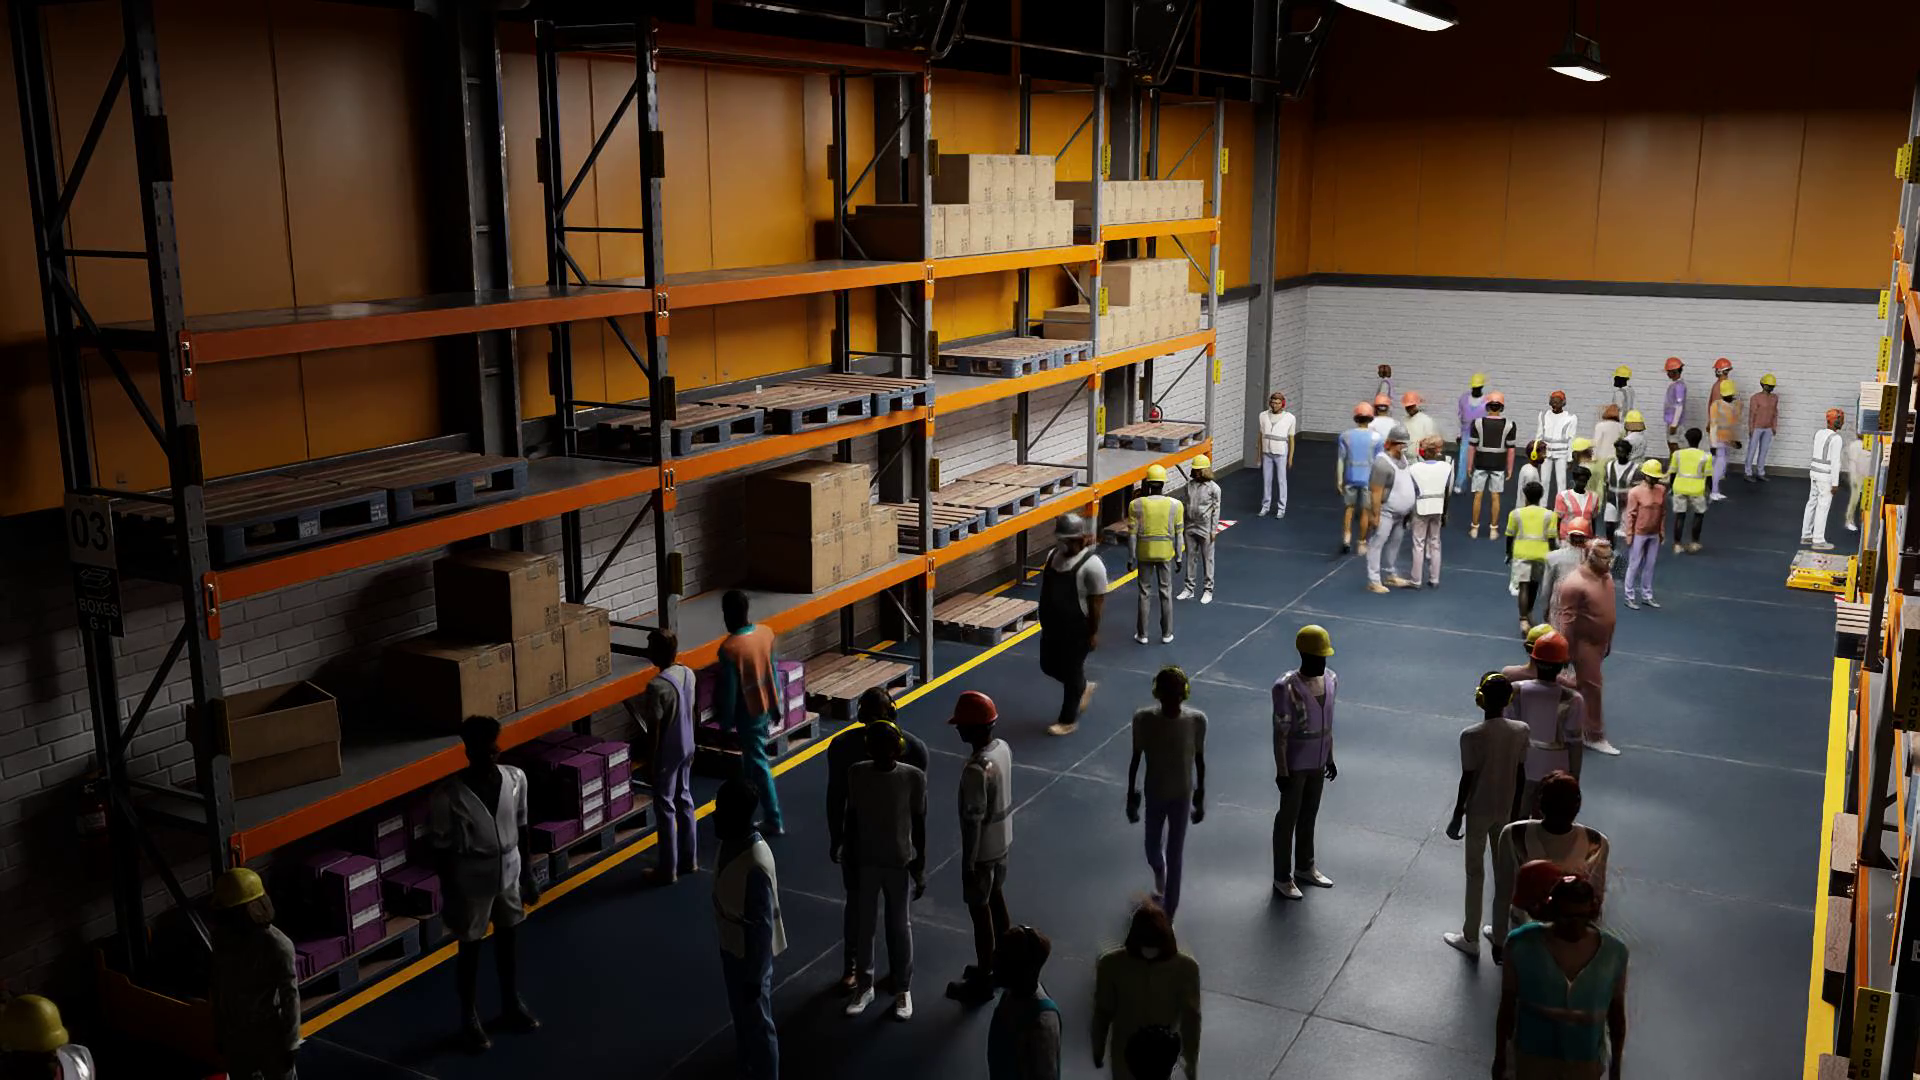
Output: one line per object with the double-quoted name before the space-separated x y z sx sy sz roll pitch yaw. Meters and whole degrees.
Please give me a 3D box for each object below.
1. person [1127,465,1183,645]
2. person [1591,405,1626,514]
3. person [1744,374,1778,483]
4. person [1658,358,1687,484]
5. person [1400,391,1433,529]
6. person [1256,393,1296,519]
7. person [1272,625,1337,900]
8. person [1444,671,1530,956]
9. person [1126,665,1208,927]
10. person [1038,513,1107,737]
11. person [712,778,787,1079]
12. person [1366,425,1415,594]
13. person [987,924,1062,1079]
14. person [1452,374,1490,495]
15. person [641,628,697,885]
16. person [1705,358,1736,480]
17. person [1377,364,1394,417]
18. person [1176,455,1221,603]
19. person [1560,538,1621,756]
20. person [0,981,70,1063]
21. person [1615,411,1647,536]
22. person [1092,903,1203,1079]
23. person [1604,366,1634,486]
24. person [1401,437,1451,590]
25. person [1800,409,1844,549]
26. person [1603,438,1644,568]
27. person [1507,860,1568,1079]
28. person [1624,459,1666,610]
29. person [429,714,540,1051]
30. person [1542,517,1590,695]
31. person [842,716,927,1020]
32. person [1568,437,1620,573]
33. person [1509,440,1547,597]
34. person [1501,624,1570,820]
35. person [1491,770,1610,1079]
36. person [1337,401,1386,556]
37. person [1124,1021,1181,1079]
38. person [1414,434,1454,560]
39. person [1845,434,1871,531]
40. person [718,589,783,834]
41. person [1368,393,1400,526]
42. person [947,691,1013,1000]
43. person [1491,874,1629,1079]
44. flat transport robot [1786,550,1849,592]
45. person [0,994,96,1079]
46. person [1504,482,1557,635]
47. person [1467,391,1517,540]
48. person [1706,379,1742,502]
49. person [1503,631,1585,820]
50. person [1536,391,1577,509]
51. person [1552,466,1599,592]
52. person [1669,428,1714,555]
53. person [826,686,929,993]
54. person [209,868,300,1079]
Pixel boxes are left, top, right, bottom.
"person" 2.064 0.157 17.667 0.594 1.922 0.376 0 13 0
"person" 9.447 -1.174 24.362 0.597 1.601 0.329 -4 13 -17
"person" 12.947 -1.803 26.818 0.524 1.762 0.339 -4 13 -15
"person" 11.416 -1.910 26.686 0.410 2.030 0.609 4 13 18
"person" 6.420 -1.113 23.266 0.677 1.963 0.648 -7 14 -28
"person" 4.576 -1.228 24.077 0.560 1.836 0.394 9 15 34
"person" 2.408 1.519 11.565 0.587 1.927 0.367 -10 16 -37
"person" 3.374 1.746 10.676 0.516 1.873 0.329 -4 13 -16
"person" 1.380 1.672 11.080 0.525 1.845 0.779 2 13 9
"person" 0.999 0.724 14.869 0.663 2.000 0.701 -11 17 -41
"person" -1.122 2.155 8.731 0.392 1.922 0.591 -6 14 -23
"person" 5.148 -0.391 19.860 0.536 2.000 0.768 9 15 35
"person" 0.262 2.530 7.223 0.341 1.846 0.507 -4 13 -17
"person" 7.914 -1.611 25.670 0.611 1.878 0.951 9 15 35
"person" -2.057 1.521 11.777 0.355 1.835 0.514 6 14 24
"person" 12.294 -1.954 26.958 0.624 1.992 0.389 -10 16 -39
"person" 7.447 -2.263 29.177 0.319 1.631 0.514 5 13 20
"person" 2.786 -0.134 19.383 0.487 1.744 0.294 9 16 36
"person" 5.449 0.877 14.561 0.656 1.877 0.883 -10 16 -39
"person" -3.884 2.627 6.788 0.571 1.843 0.373 -11 17 -40
"person" 9.232 -0.918 22.910 0.484 1.738 0.322 -9 16 -36
"person" 0.898 2.490 7.927 0.508 1.601 0.646 -1 13 -3
"person" 10.489 -1.810 26.458 0.352 1.929 0.594 10 16 37
"person" 5.591 -0.304 19.928 0.612 1.844 0.383 -3 13 -14
"person" 11.517 -0.818 22.155 0.355 1.876 0.574 0 13 -2
"person" 8.451 -0.486 21.129 0.791 1.661 0.532 -12 17 -43
"person" 2.877 2.385 8.155 0.447 1.712 0.587 -1 13 -6
"person" 7.859 -0.065 19.056 0.528 1.752 0.339 -5 13 -20
"person" -2.729 1.942 9.585 0.362 1.964 0.607 12 17 43
"person" 5.858 0.641 15.908 0.566 1.744 0.350 7 14 29
"person" -0.447 1.934 9.852 0.519 1.865 0.326 2 13 10
"person" 7.788 -0.393 20.529 0.654 1.746 0.537 10 16 39
"person" 6.727 -0.262 19.673 0.310 1.868 0.533 3 13 15
"person" 4.176 1.473 12.137 0.533 1.767 0.326 10 16 38
"person" 3.133 2.136 8.905 0.590 1.881 0.339 2 13 9
"person" 5.250 -0.791 21.692 0.655 2.033 0.406 7 14 29
"person" 0.759 2.728 6.673 0.532 1.696 0.319 5 14 23
"person" 6.169 -0.584 21.711 0.518 1.600 0.842 5 14 22
"person" 12.490 -0.842 22.946 0.513 1.595 0.835 2 13 8
"person" -1.613 1.297 12.666 0.565 1.908 0.617 6 14 25
"person" 5.883 -1.105 23.342 0.550 1.911 0.491 -1 13 -4
"person" 0.116 1.845 10.108 0.385 1.929 0.543 5 14 22
"person" 2.801 2.403 7.831 0.591 1.831 0.497 2 13 9
"flat transport robot" 10.595 0.372 20.439 0.652 0.197 1.431 7 15 30
"person" -3.660 2.662 6.680 0.403 1.824 0.594 6 14 24
"person" 6.230 0.195 18.179 0.536 1.629 0.933 3 13 14
"person" 7.232 -1.011 22.673 0.611 2.030 0.410 3 13 15
"person" 11.588 -1.526 25.309 0.640 1.878 0.475 -8 15 -31
"person" 3.960 1.565 11.333 0.544 1.939 0.354 8 15 33
"person" 8.549 -1.213 23.912 0.576 1.880 0.352 10 16 39
"person" 7.010 -0.015 18.964 0.531 1.692 0.320 -1 13 -6
"person" 9.596 -0.639 21.799 0.591 1.661 0.640 11 17 41
"person" -0.505 1.823 10.176 0.627 1.940 0.371 0 13 0
"person" -3.411 2.400 8.035 0.483 1.745 0.304 5 13 20
